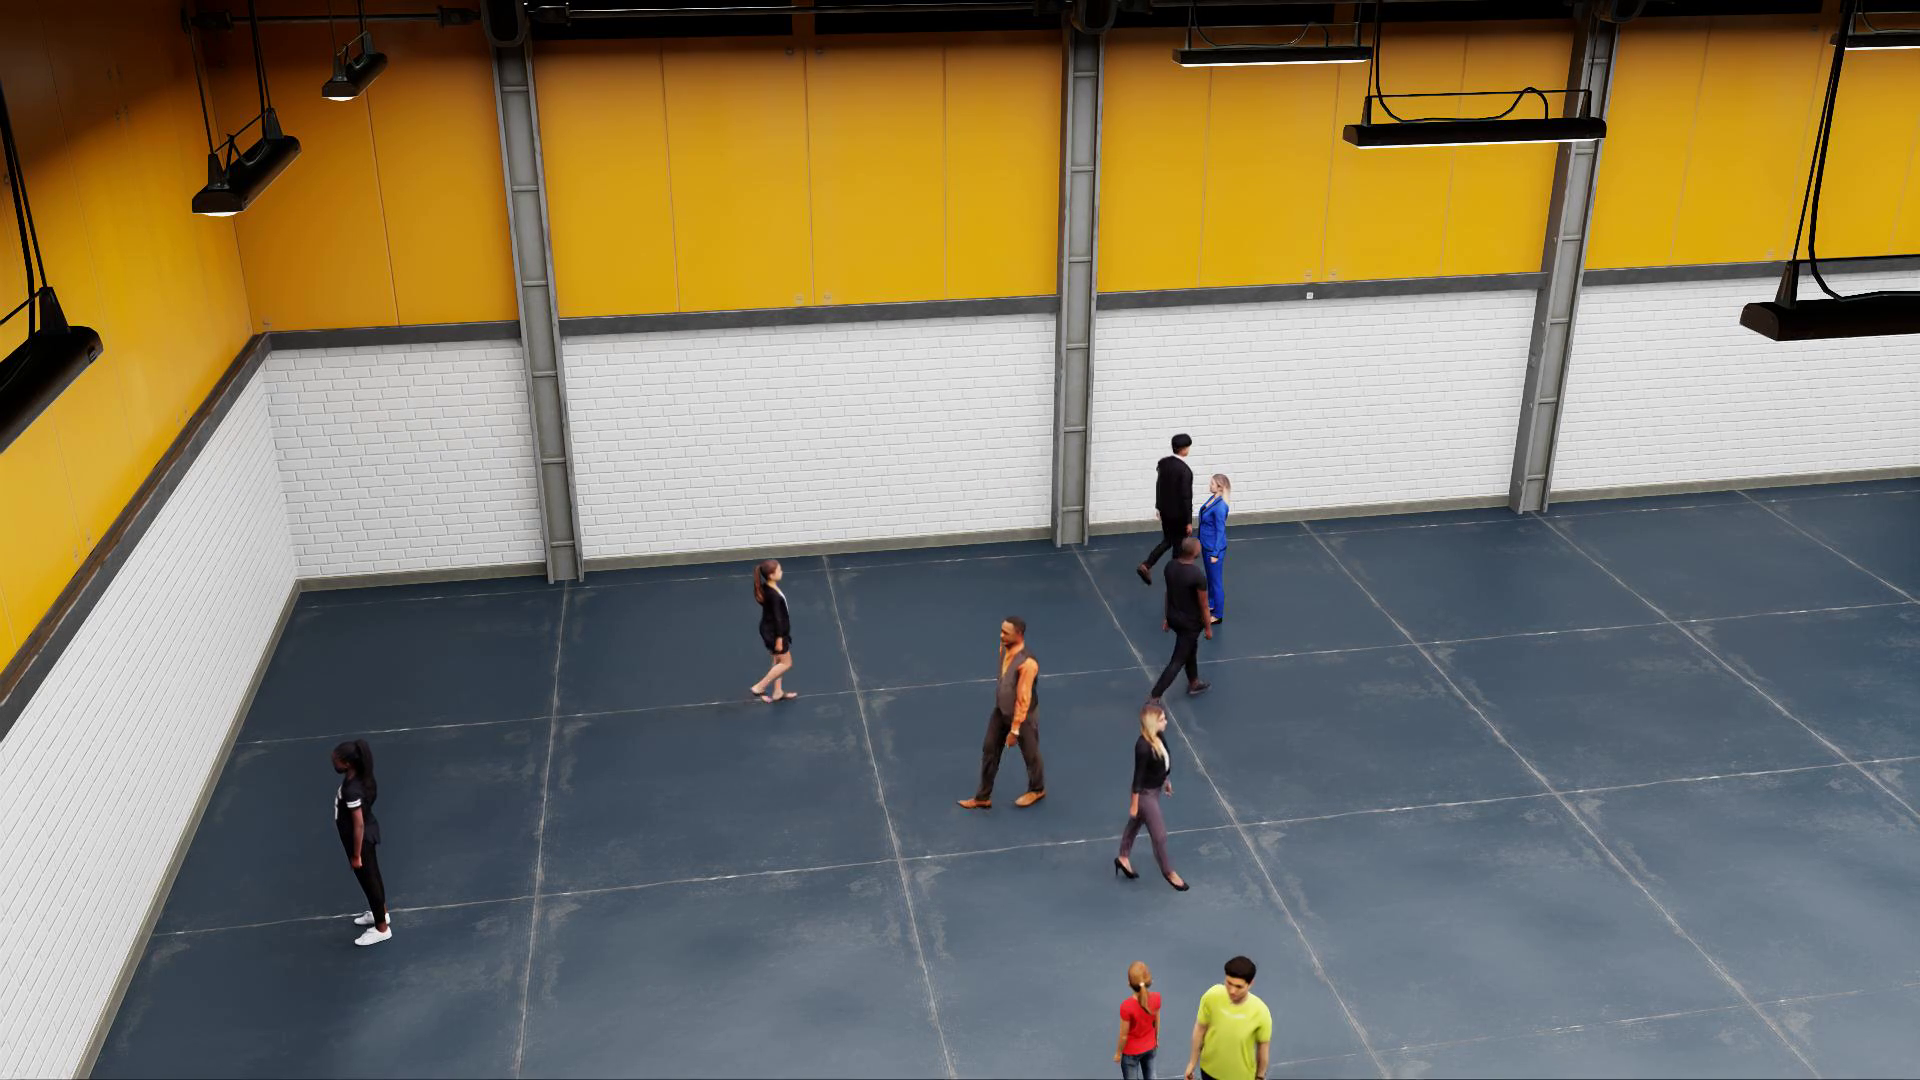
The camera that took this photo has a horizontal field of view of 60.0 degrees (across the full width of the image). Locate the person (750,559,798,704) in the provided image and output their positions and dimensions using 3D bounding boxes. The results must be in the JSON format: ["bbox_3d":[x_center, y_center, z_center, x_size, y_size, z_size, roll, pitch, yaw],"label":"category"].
[{"bbox_3d":[-1.892,0.907,16.299,0.768,1.547,0.626,-10,25,-21],"label":"person"}]

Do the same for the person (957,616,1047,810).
[{"bbox_3d":[0.583,1.509,14.505,1.179,1.880,0.934,-13,27,-28],"label":"person"}]

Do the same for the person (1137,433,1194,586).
[{"bbox_3d":[2.323,-0.286,18.640,1.038,1.857,0.895,-13,27,-27],"label":"person"}]

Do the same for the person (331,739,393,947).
[{"bbox_3d":[-4.627,2.311,12.847,0.601,1.739,0.628,-7,24,-15],"label":"person"}]

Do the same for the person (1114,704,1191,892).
[{"bbox_3d":[1.430,2.067,13.520,1.007,1.648,0.880,9,25,19],"label":"person"}]

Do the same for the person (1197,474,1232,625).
[{"bbox_3d":[2.758,0.082,17.995,0.572,1.701,0.645,-2,24,-4],"label":"person"}]

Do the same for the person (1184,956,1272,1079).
[{"bbox_3d":[1.735,3.316,10.634,1.098,1.671,1.141,14,27,30],"label":"person"}]

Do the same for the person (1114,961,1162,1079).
[{"bbox_3d":[1.189,3.354,10.997,0.483,1.310,0.592,-12,26,-26],"label":"person"}]

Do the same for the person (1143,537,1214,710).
[{"bbox_3d":[2.114,0.858,16.120,1.275,1.780,0.975,-15,28,-31],"label":"person"}]
